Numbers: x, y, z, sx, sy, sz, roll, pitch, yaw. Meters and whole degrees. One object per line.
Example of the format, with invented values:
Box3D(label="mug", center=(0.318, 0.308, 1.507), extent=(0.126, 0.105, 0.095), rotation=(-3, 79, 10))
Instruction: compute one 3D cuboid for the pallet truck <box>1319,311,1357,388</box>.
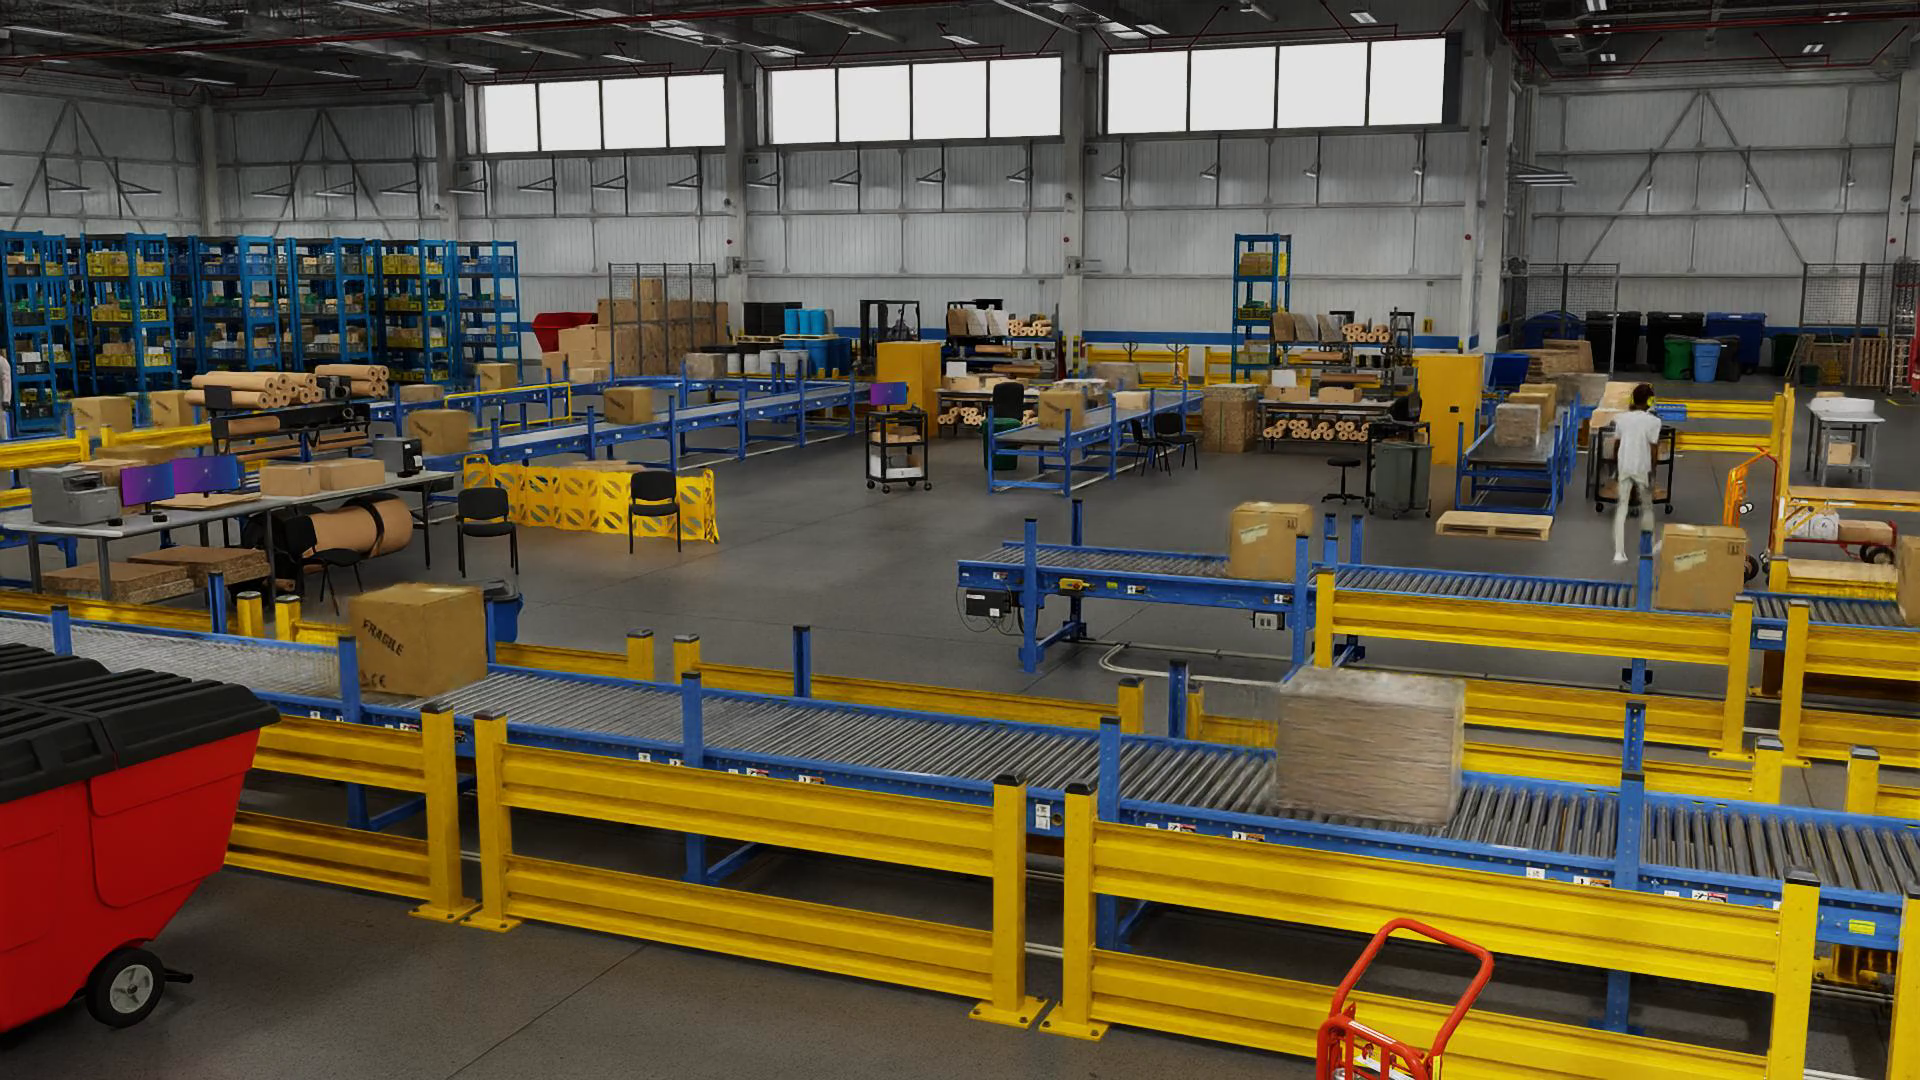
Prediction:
Box3D(label="pallet truck", center=(9.071, -4.419, 39.190), extent=(0.823, 1.965, 1.885), rotation=(5, 10, 26))

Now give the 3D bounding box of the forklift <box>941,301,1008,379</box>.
Box3D(label="forklift", center=(0.365, -4.966, 41.571), extent=(1.157, 1.987, 2.680), rotation=(3, 10, 20))

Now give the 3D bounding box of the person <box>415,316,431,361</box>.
Box3D(label="person", center=(-15.223, -5.681, 46.922), extent=(0.823, 1.960, 0.641), rotation=(9, 13, 42))

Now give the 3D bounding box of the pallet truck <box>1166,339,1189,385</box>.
Box3D(label="pallet truck", center=(5.418, -4.269, 40.420), extent=(0.704, 1.261, 1.522), rotation=(3, 10, 20))

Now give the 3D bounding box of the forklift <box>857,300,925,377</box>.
Box3D(label="forklift", center=(-1.732, -5.109, 42.468), extent=(1.157, 1.987, 2.680), rotation=(4, 10, 22))

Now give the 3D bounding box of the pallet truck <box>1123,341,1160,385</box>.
Box3D(label="pallet truck", center=(4.445, -4.380, 41.279), extent=(0.680, 1.201, 1.601), rotation=(4, 10, 22))

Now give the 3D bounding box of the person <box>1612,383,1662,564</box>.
Box3D(label="person", center=(6.973, -0.696, 17.136), extent=(0.545, 1.826, 0.936), rotation=(8, 12, 41))

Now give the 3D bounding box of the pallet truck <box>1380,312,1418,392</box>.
Box3D(label="pallet truck", center=(10.207, -4.283, 38.369), extent=(0.823, 1.965, 1.885), rotation=(3, 10, 20))

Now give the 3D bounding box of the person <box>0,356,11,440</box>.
Box3D(label="person", center=(-15.198, -2.214, 26.104), extent=(0.651, 1.906, 0.403), rotation=(4, 10, 22))

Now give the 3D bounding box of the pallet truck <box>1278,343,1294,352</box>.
Box3D(label="pallet truck", center=(7.886, -4.163, 39.743), extent=(0.653, 1.274, 1.630), rotation=(4, 10, 22))
